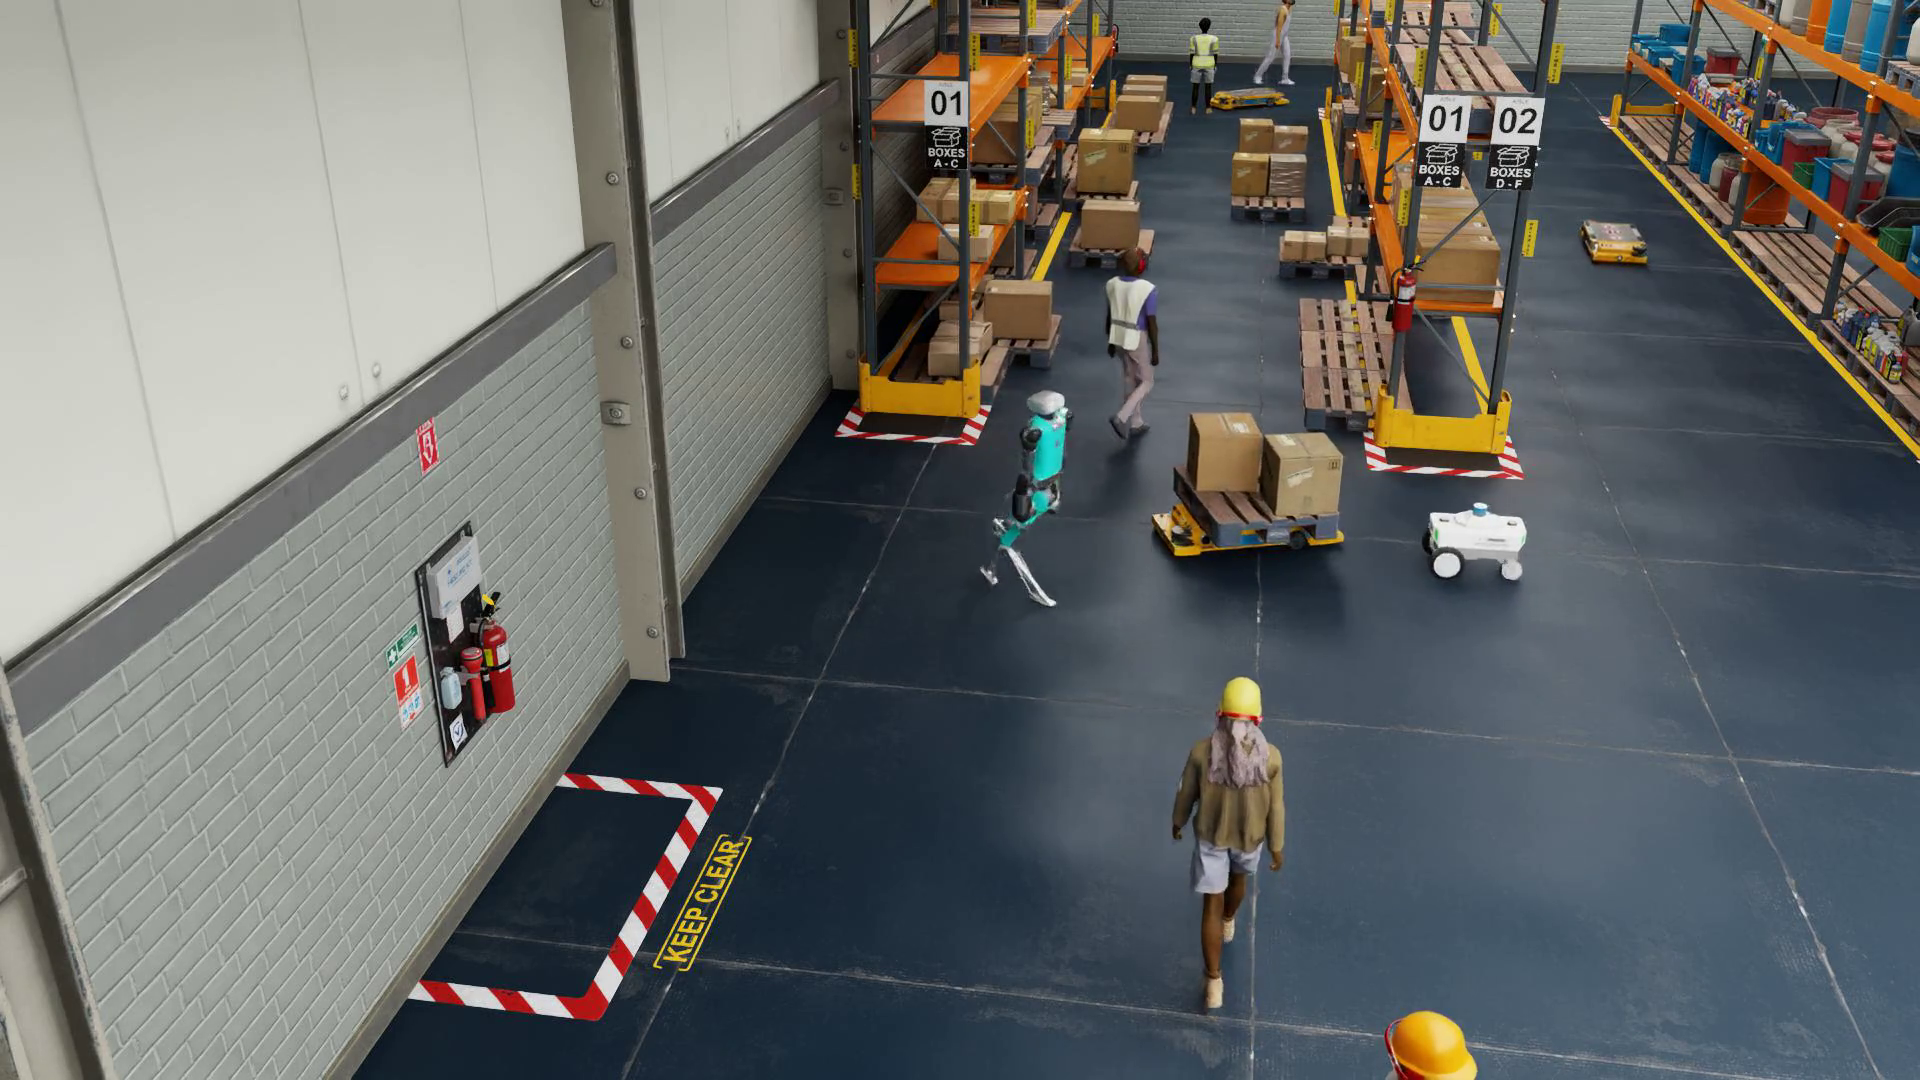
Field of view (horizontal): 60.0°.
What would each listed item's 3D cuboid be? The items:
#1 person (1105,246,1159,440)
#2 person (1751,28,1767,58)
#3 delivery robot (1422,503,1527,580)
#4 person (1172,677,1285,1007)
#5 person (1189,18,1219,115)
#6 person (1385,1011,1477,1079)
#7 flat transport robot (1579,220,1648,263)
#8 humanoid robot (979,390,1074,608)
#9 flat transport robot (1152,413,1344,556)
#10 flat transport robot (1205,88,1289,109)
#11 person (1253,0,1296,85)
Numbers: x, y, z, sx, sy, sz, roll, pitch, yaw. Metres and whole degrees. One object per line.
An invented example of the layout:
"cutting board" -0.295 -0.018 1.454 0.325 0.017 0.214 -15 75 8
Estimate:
"person" 1.578 -1.798 15.378 0.597 1.814 0.616 -22 33 -39
"person" 15.769 -9.786 32.550 0.546 1.768 0.320 21 32 37
"delivery robot" 4.015 -0.001 13.020 0.778 0.594 0.499 3 25 7
"person" 1.363 1.480 8.478 0.561 1.719 0.899 3 25 5
"person" 4.364 -8.495 29.849 0.534 1.699 0.318 5 25 10
"person" 1.613 2.494 6.116 0.381 1.891 0.563 21 32 38
"flat transport robot" 8.513 -3.893 21.690 0.659 0.231 1.431 5 26 11
"humanoid robot" 0.389 -0.334 12.392 0.949 1.798 0.552 23 33 40
"flat transport robot" 2.355 -0.132 13.639 1.431 0.231 0.659 -4 25 -9
"flat transport robot" 5.336 -8.203 30.915 1.431 0.231 0.659 -10 27 -19
"person" 6.219 -9.877 32.687 0.815 1.813 0.538 14 28 27
